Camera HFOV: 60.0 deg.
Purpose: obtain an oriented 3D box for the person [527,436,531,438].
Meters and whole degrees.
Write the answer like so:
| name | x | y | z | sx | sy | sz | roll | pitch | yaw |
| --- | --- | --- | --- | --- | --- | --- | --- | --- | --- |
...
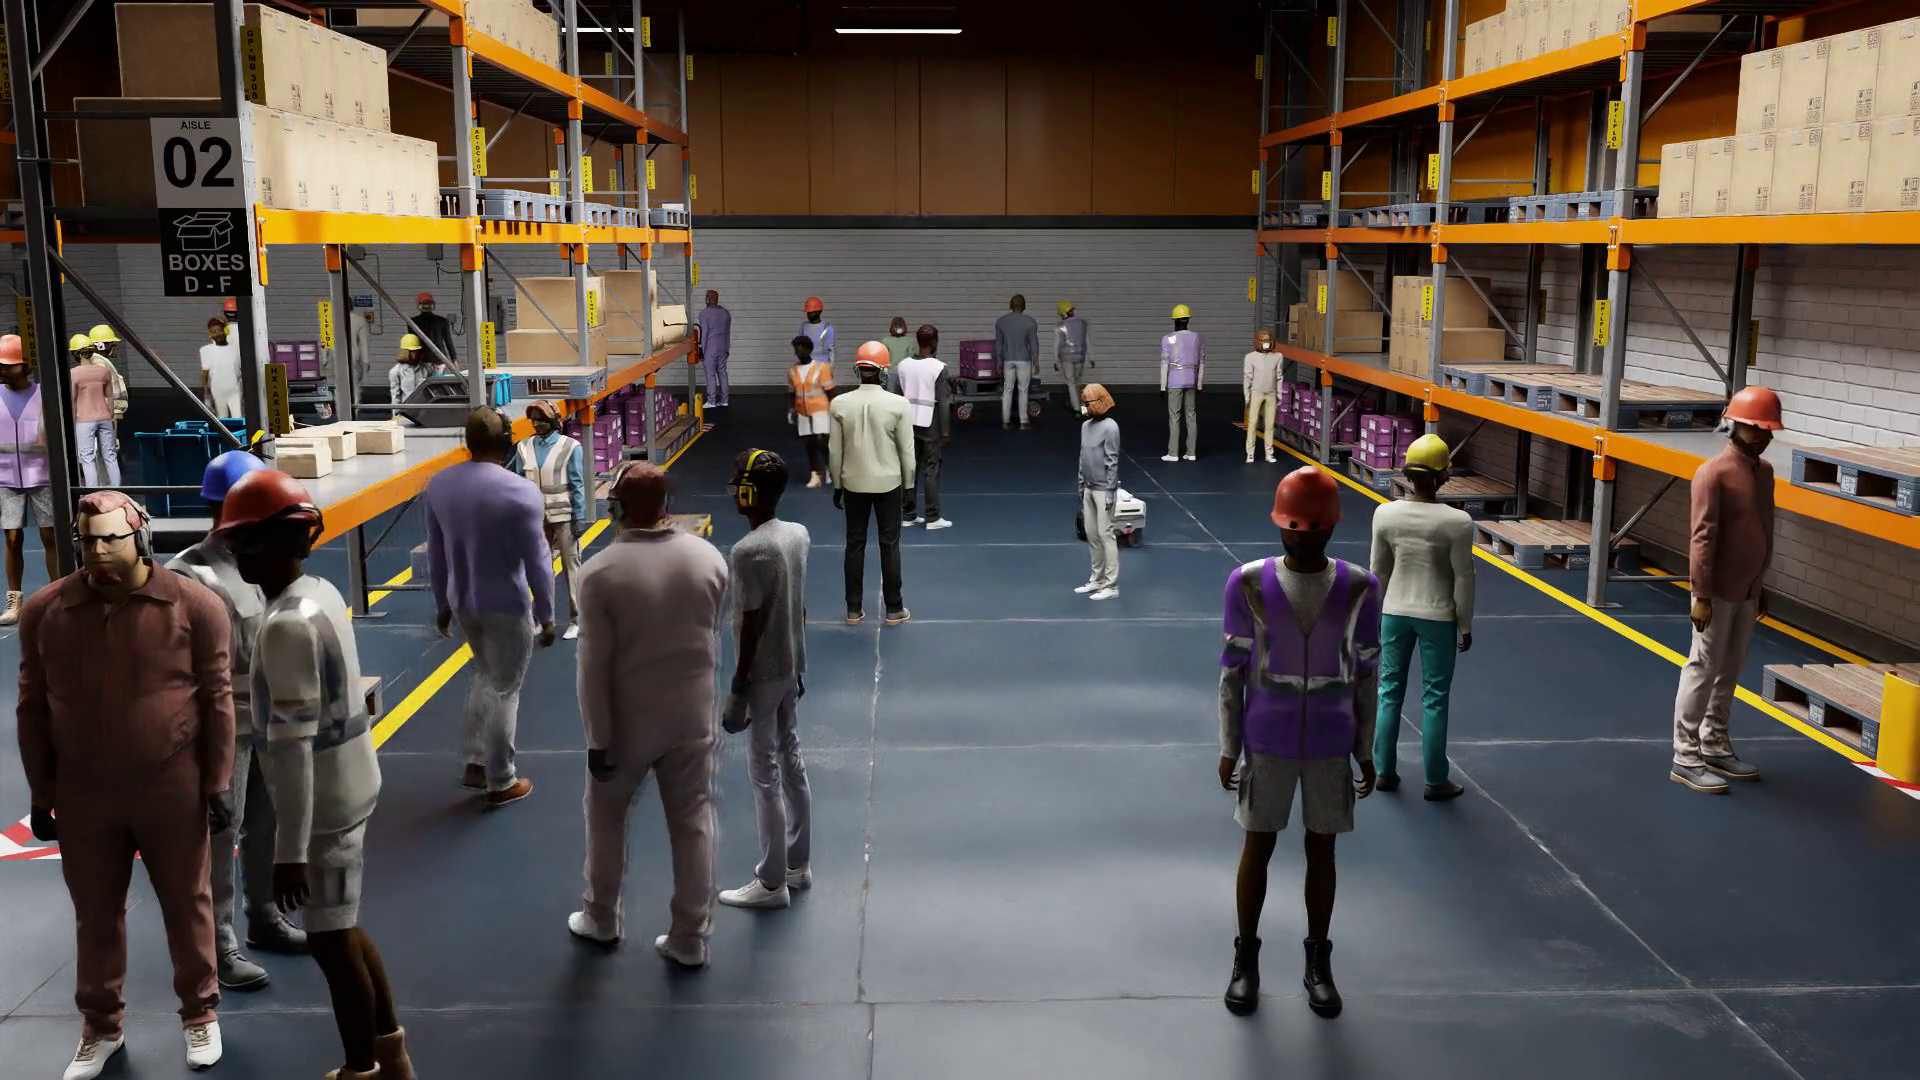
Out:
| name | x | y | z | sx | sy | sz | roll | pitch | yaw |
| --- | --- | --- | --- | --- | --- | --- | --- | --- | --- |
| person | -5.452 | -2.052 | 21.365 | 0.625 | 1.836 | 0.428 | -7 | 12 | -32 |

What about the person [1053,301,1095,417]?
| name | x | y | z | sx | sy | sz | roll | pitch | yaw |
| --- | --- | --- | --- | --- | --- | --- | --- | --- | --- |
| person | 1.717 | -2.801 | 25.717 | 0.661 | 1.763 | 0.854 | -4 | 11 | -22 |

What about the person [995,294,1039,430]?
| name | x | y | z | sx | sy | sz | roll | pitch | yaw |
| --- | --- | --- | --- | --- | --- | --- | --- | --- | --- |
| person | 0.819 | -2.545 | 23.805 | 0.636 | 1.936 | 0.355 | 5 | 11 | 24 |

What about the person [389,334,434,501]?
| name | x | y | z | sx | sy | sz | roll | pitch | yaw |
| --- | --- | --- | --- | --- | --- | --- | --- | --- | --- |
| person | -5.642 | -1.266 | 17.253 | 0.318 | 1.740 | 0.489 | 9 | 14 | 41 |

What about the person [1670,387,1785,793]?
| name | x | y | z | sx | sy | sz | roll | pitch | yaw |
| --- | --- | --- | --- | --- | --- | --- | --- | --- | --- |
| person | 3.794 | 0.235 | 8.164 | 0.623 | 1.992 | 0.397 | -8 | 13 | -37 |

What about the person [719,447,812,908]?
| name | x | y | z | sx | sy | sz | roll | pitch | yaw |
| --- | --- | --- | --- | --- | --- | --- | --- | --- | --- |
| person | -0.791 | 0.559 | 6.717 | 0.329 | 1.870 | 0.511 | 4 | 11 | 23 |

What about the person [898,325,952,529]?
| name | x | y | z | sx | sy | sz | roll | pitch | yaw |
| --- | --- | --- | --- | --- | --- | --- | --- | --- | --- |
| person | -0.332 | -1.056 | 15.590 | 0.609 | 1.911 | 0.395 | 8 | 13 | 39 |

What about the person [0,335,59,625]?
| name | x | y | z | sx | sy | sz | roll | pitch | yaw |
| --- | --- | --- | --- | --- | --- | --- | --- | --- | --- |
| person | -6.554 | -0.418 | 11.678 | 0.608 | 2.040 | 0.394 | -3 | 11 | -16 |

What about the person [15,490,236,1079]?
| name | x | y | z | sx | sy | sz | roll | pitch | yaw |
| --- | --- | --- | --- | --- | --- | --- | --- | --- | --- |
| person | -2.662 | 0.787 | 5.341 | 0.640 | 1.909 | 0.409 | -3 | 11 | -15 |

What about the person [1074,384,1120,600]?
| name | x | y | z | sx | sy | sz | roll | pitch | yaw |
| --- | --- | --- | --- | --- | --- | --- | --- | --- | --- |
| person | 1.038 | -0.369 | 12.568 | 0.290 | 1.622 | 0.507 | -5 | 11 | -24 |

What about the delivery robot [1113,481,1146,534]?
| name | x | y | z | sx | sy | sz | roll | pitch | yaw |
| --- | --- | --- | --- | --- | --- | --- | --- | --- | --- |
| delivery robot | 1.380 | -0.283 | 14.803 | 0.477 | 0.478 | 0.707 | -3 | 11 | -17 |

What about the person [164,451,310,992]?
| name | x | y | z | sx | sy | sz | roll | pitch | yaw |
| --- | --- | --- | --- | --- | --- | --- | --- | --- | --- |
| person | -2.605 | 0.638 | 6.056 | 0.405 | 1.943 | 0.613 | 3 | 11 | 15 |

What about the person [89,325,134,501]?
| name | x | y | z | sx | sy | sz | roll | pitch | yaw |
| --- | --- | --- | --- | --- | --- | --- | --- | --- | --- |
| person | -8.790 | -1.298 | 17.154 | 0.404 | 1.835 | 0.588 | -6 | 12 | -28 |

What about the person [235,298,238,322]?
| name | x | y | z | sx | sy | sz | roll | pitch | yaw |
| --- | --- | --- | --- | --- | --- | --- | --- | --- | --- |
| person | -10.985 | -2.846 | 25.674 | 0.989 | 1.865 | 0.590 | -8 | 13 | -37 |

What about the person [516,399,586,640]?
| name | x | y | z | sx | sy | sz | roll | pitch | yaw |
| --- | --- | --- | --- | --- | --- | --- | --- | --- | --- |
| person | -2.764 | -0.139 | 11.265 | 0.519 | 1.634 | 0.312 | 3 | 11 | 17 |

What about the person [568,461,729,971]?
| name | x | y | z | sx | sy | sz | roll | pitch | yaw |
| --- | --- | --- | --- | --- | --- | --- | --- | --- | --- |
| person | -1.206 | 0.639 | 6.242 | 0.641 | 1.877 | 0.789 | -8 | 13 | -36 |

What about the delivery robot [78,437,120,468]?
| name | x | y | z | sx | sy | sz | roll | pitch | yaw |
| --- | --- | --- | --- | --- | --- | --- | --- | --- | --- |
| delivery robot | -10.003 | -1.033 | 18.977 | 0.707 | 0.478 | 0.477 | -1 | 10 | -4 |

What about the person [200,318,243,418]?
| name | x | y | z | sx | sy | sz | roll | pitch | yaw |
| --- | --- | --- | --- | --- | --- | --- | --- | --- | --- |
| person | -8.447 | -1.659 | 19.222 | 0.541 | 1.827 | 0.900 | -4 | 11 | -20 |

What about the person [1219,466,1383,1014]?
| name | x | y | z | sx | sy | sz | roll | pitch | yaw |
| --- | --- | --- | --- | --- | --- | --- | --- | --- | --- |
| person | 1.171 | 0.699 | 5.748 | 0.551 | 1.933 | 0.376 | 1 | 10 | 6 |

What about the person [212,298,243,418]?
| name | x | y | z | sx | sy | sz | roll | pitch | yaw |
| --- | --- | --- | --- | --- | --- | --- | --- | --- | --- |
| person | -9.645 | -2.250 | 22.168 | 0.543 | 1.939 | 0.359 | -5 | 11 | -24 |

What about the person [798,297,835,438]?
| name | x | y | z | sx | sy | sz | roll | pitch | yaw |
| --- | --- | --- | --- | --- | --- | --- | --- | --- | --- |
| person | -1.976 | -2.352 | 22.754 | 0.543 | 1.932 | 0.376 | 4 | 11 | 21 |

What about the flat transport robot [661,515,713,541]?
| name | x | y | z | sx | sy | sz | roll | pitch | yaw |
| --- | --- | --- | --- | --- | --- | --- | --- | --- | --- |
| flat transport robot | -2.558 | -0.037 | 14.485 | 0.652 | 0.197 | 1.431 | 0 | 10 | -2 |

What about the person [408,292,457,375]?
| name | x | y | z | sx | sy | sz | roll | pitch | yaw |
| --- | --- | --- | --- | --- | --- | --- | --- | --- | --- |
| person | -7.709 | -2.642 | 24.338 | 0.670 | 1.954 | 0.868 | -6 | 12 | -31 |

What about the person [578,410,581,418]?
| name | x | y | z | sx | sy | sz | roll | pitch | yaw |
| --- | --- | --- | --- | --- | --- | --- | --- | --- | --- |
| person | -5.673 | -2.445 | 23.681 | 0.601 | 1.787 | 0.918 | 4 | 11 | 23 |

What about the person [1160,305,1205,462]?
| name | x | y | z | sx | sy | sz | roll | pitch | yaw |
| --- | --- | --- | --- | --- | --- | --- | --- | --- | --- |
| person | 2.705 | -1.914 | 20.366 | 0.588 | 1.919 | 0.401 | -4 | 11 | -21 |

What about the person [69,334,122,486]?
| name | x | y | z | sx | sy | sz | roll | pitch | yaw |
| --- | --- | --- | --- | --- | --- | --- | --- | --- | --- |
| person | -8.777 | -1.190 | 16.774 | 0.351 | 1.759 | 0.523 | 5 | 11 | 25 |

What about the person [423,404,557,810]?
| name | x | y | z | sx | sy | sz | roll | pitch | yaw |
| --- | --- | --- | --- | --- | --- | --- | --- | --- | --- |
| person | -2.186 | 0.320 | 7.874 | 0.653 | 1.927 | 0.454 | 5 | 11 | 24 |

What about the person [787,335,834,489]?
| name | x | y | z | sx | sy | sz | roll | pitch | yaw |
| --- | --- | --- | --- | --- | --- | --- | --- | --- | --- |
| person | -1.628 | -1.397 | 18.132 | 0.562 | 1.678 | 0.348 | 5 | 11 | 25 |

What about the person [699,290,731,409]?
| name | x | y | z | sx | sy | sz | roll | pitch | yaw |
| --- | --- | --- | --- | --- | --- | --- | --- | --- | --- |
| person | -3.992 | -3.078 | 26.870 | 0.405 | 1.906 | 0.653 | 8 | 13 | 38 |

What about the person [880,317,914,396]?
| name | x | y | z | sx | sy | sz | roll | pitch | yaw |
| --- | --- | --- | --- | --- | --- | --- | --- | --- | --- |
| person | -0.878 | -2.325 | 23.467 | 0.523 | 1.620 | 0.329 | -3 | 11 | -16 |

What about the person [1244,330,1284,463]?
| name | x | y | z | sx | sy | sz | roll | pitch | yaw |
| --- | --- | --- | --- | --- | --- | --- | --- | --- | --- |
| person | 3.686 | -1.744 | 20.230 | 0.499 | 1.624 | 0.286 | -2 | 10 | -10 |

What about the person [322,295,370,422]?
| name | x | y | z | sx | sy | sz | roll | pitch | yaw |
| --- | --- | --- | --- | --- | --- | --- | --- | --- | --- |
| person | -8.972 | -2.620 | 24.304 | 0.691 | 1.906 | 0.566 | -2 | 10 | -12 |

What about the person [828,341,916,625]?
| name | x | y | z | sx | sy | sz | roll | pitch | yaw |
| --- | --- | --- | --- | --- | --- | --- | --- | --- | --- |
| person | -0.607 | -0.390 | 11.648 | 0.620 | 1.994 | 0.381 | 2 | 10 | 10 |

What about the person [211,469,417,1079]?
| name | x | y | z | sx | sy | sz | roll | pitch | yaw |
| --- | --- | --- | --- | --- | --- | --- | --- | --- | --- |
| person | -1.940 | 0.802 | 4.960 | 0.479 | 2.025 | 0.718 | -3 | 11 | -15 |

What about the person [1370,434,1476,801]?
| name | x | y | z | sx | sy | sz | roll | pitch | yaw |
| --- | --- | --- | --- | --- | --- | --- | --- | --- | --- |
| person | 2.228 | 0.372 | 8.030 | 0.525 | 1.772 | 0.308 | 8 | 13 | 38 |
